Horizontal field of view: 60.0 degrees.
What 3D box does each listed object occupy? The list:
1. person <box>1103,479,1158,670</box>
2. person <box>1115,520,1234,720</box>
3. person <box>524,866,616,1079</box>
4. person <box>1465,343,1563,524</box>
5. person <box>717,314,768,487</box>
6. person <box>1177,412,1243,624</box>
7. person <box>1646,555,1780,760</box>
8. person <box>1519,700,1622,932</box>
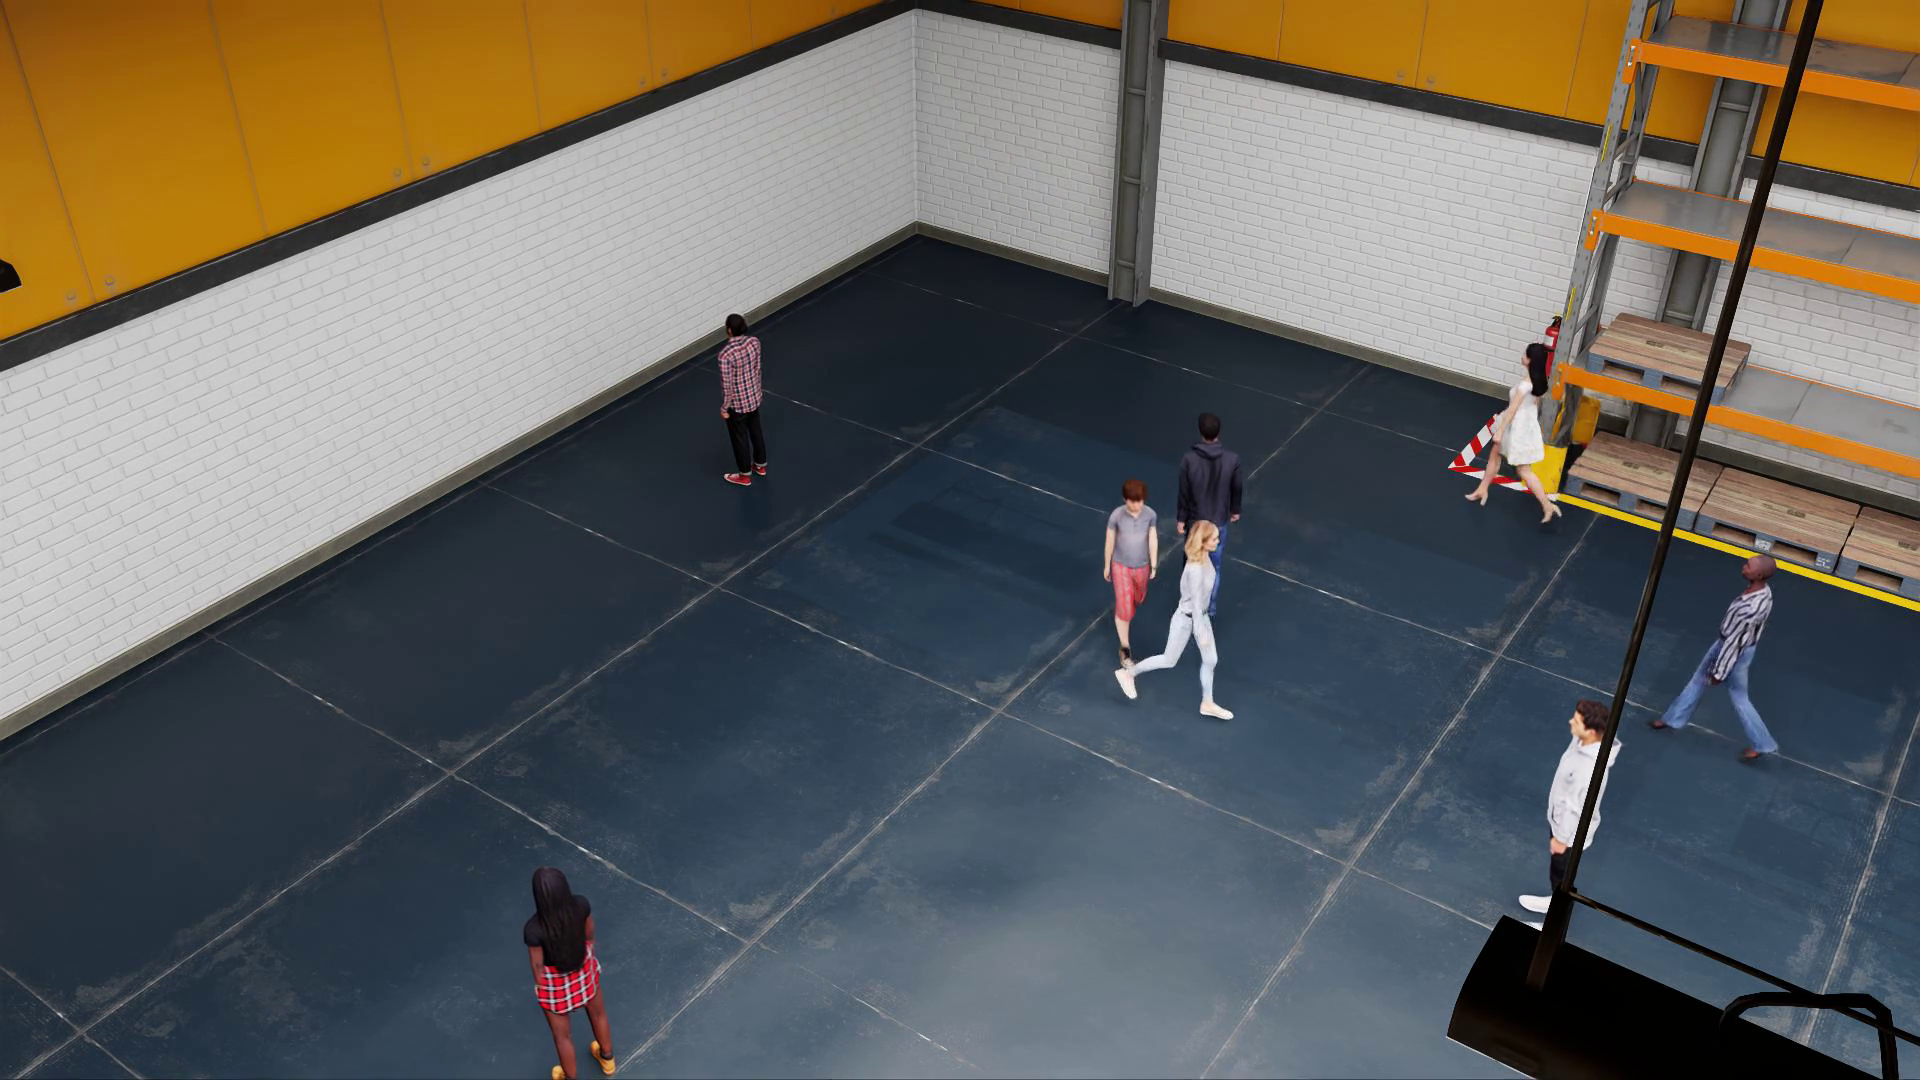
[{"bbox_3d":[1.372,0.180,13.537,1.039,1.628,1.068,-4,34,-6],"label":"person"},{"bbox_3d":[1.669,0.621,12.758,1.234,1.755,0.754,14,36,20],"label":"person"},{"bbox_3d":[-2.312,2.594,9.817,0.618,1.724,0.623,27,42,34],"label":"person"},{"bbox_3d":[5.142,-0.927,15.101,1.158,1.739,0.640,23,40,31],"label":"person"},{"bbox_3d":[-2.060,-1.341,15.706,0.570,1.761,0.681,22,39,29],"label":"person"},{"bbox_3d":[2.052,-0.106,13.790,1.293,1.823,1.225,2,34,3],"label":"person"},{"bbox_3d":[5.822,0.917,12.317,1.183,1.750,0.751,16,37,23],"label":"person"},{"bbox_3d":[3.986,1.824,10.794,0.709,1.926,0.737,9,35,14],"label":"person"}]
